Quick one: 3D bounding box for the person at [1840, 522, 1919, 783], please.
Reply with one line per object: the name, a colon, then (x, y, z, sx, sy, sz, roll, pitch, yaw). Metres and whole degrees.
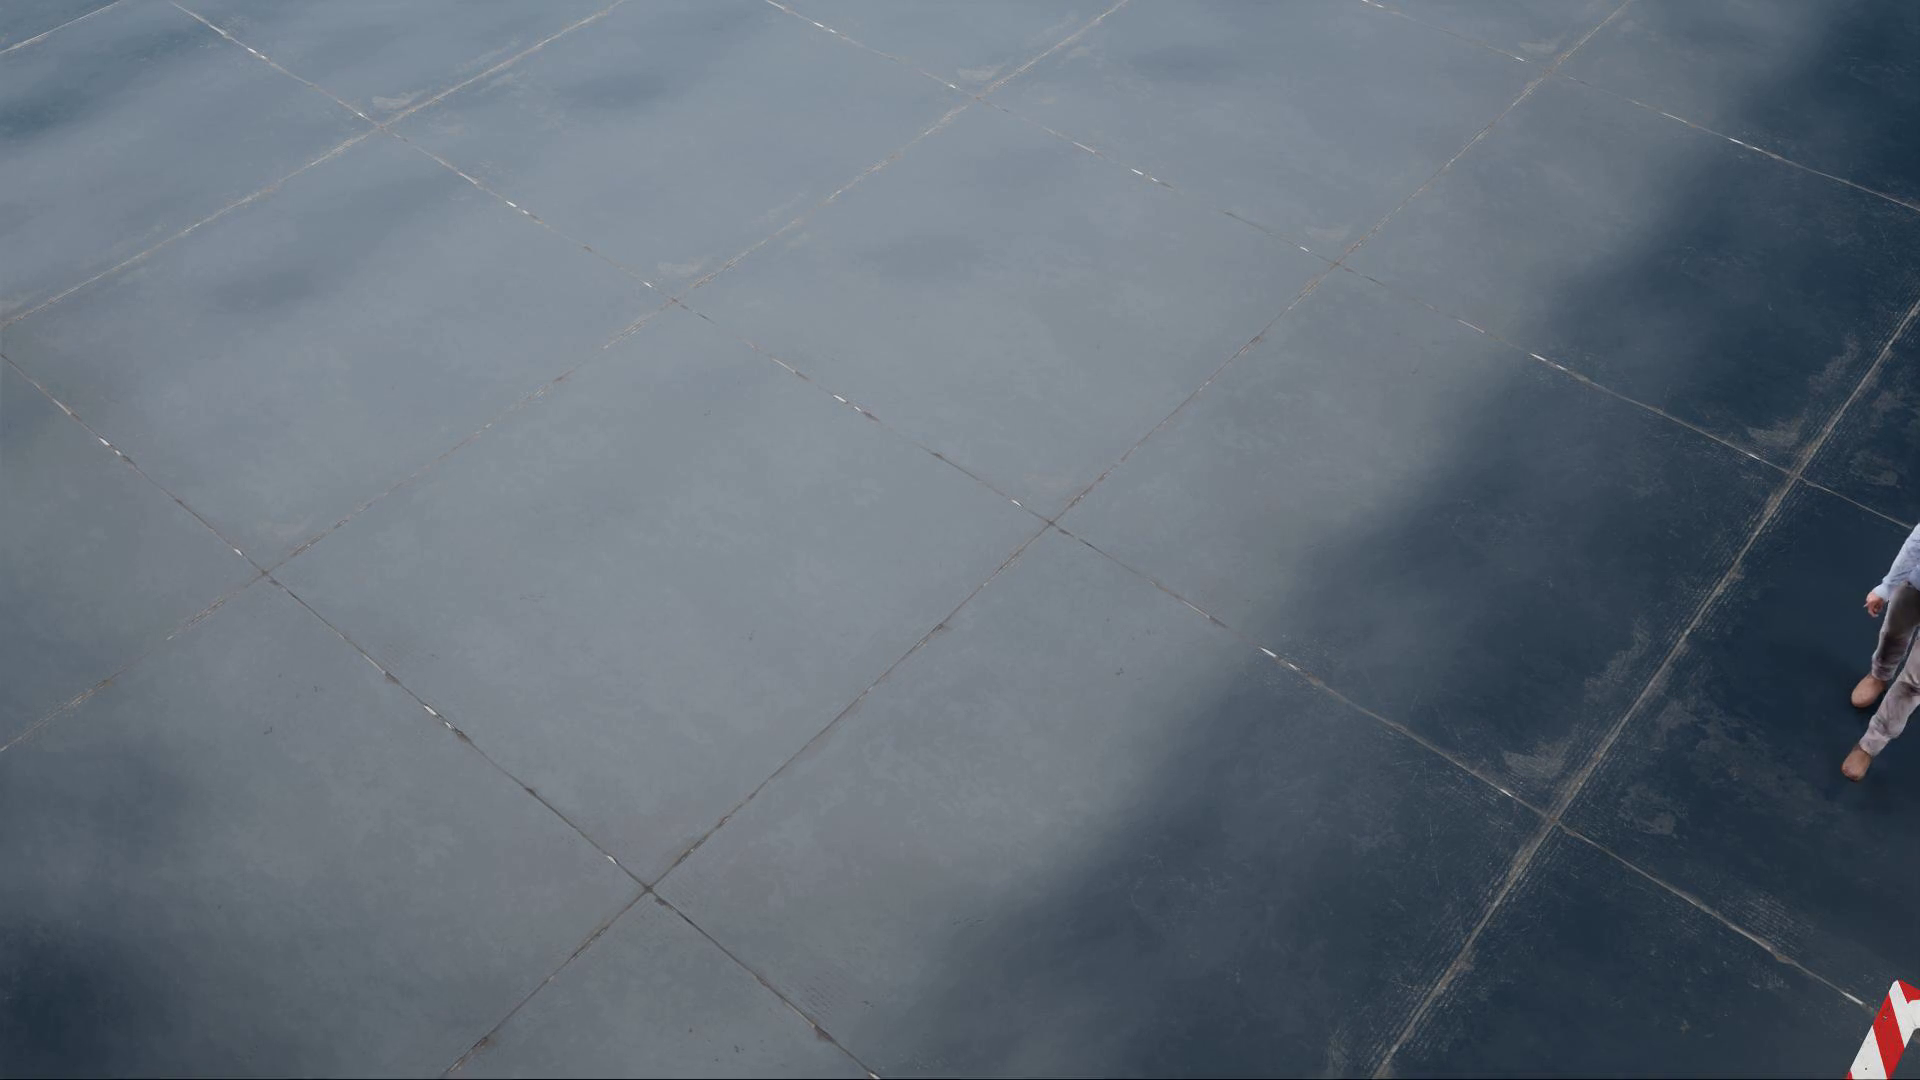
person: (4.521, 0.192, 7.626, 1.003, 1.853, 0.732, 34, 56, 27)
